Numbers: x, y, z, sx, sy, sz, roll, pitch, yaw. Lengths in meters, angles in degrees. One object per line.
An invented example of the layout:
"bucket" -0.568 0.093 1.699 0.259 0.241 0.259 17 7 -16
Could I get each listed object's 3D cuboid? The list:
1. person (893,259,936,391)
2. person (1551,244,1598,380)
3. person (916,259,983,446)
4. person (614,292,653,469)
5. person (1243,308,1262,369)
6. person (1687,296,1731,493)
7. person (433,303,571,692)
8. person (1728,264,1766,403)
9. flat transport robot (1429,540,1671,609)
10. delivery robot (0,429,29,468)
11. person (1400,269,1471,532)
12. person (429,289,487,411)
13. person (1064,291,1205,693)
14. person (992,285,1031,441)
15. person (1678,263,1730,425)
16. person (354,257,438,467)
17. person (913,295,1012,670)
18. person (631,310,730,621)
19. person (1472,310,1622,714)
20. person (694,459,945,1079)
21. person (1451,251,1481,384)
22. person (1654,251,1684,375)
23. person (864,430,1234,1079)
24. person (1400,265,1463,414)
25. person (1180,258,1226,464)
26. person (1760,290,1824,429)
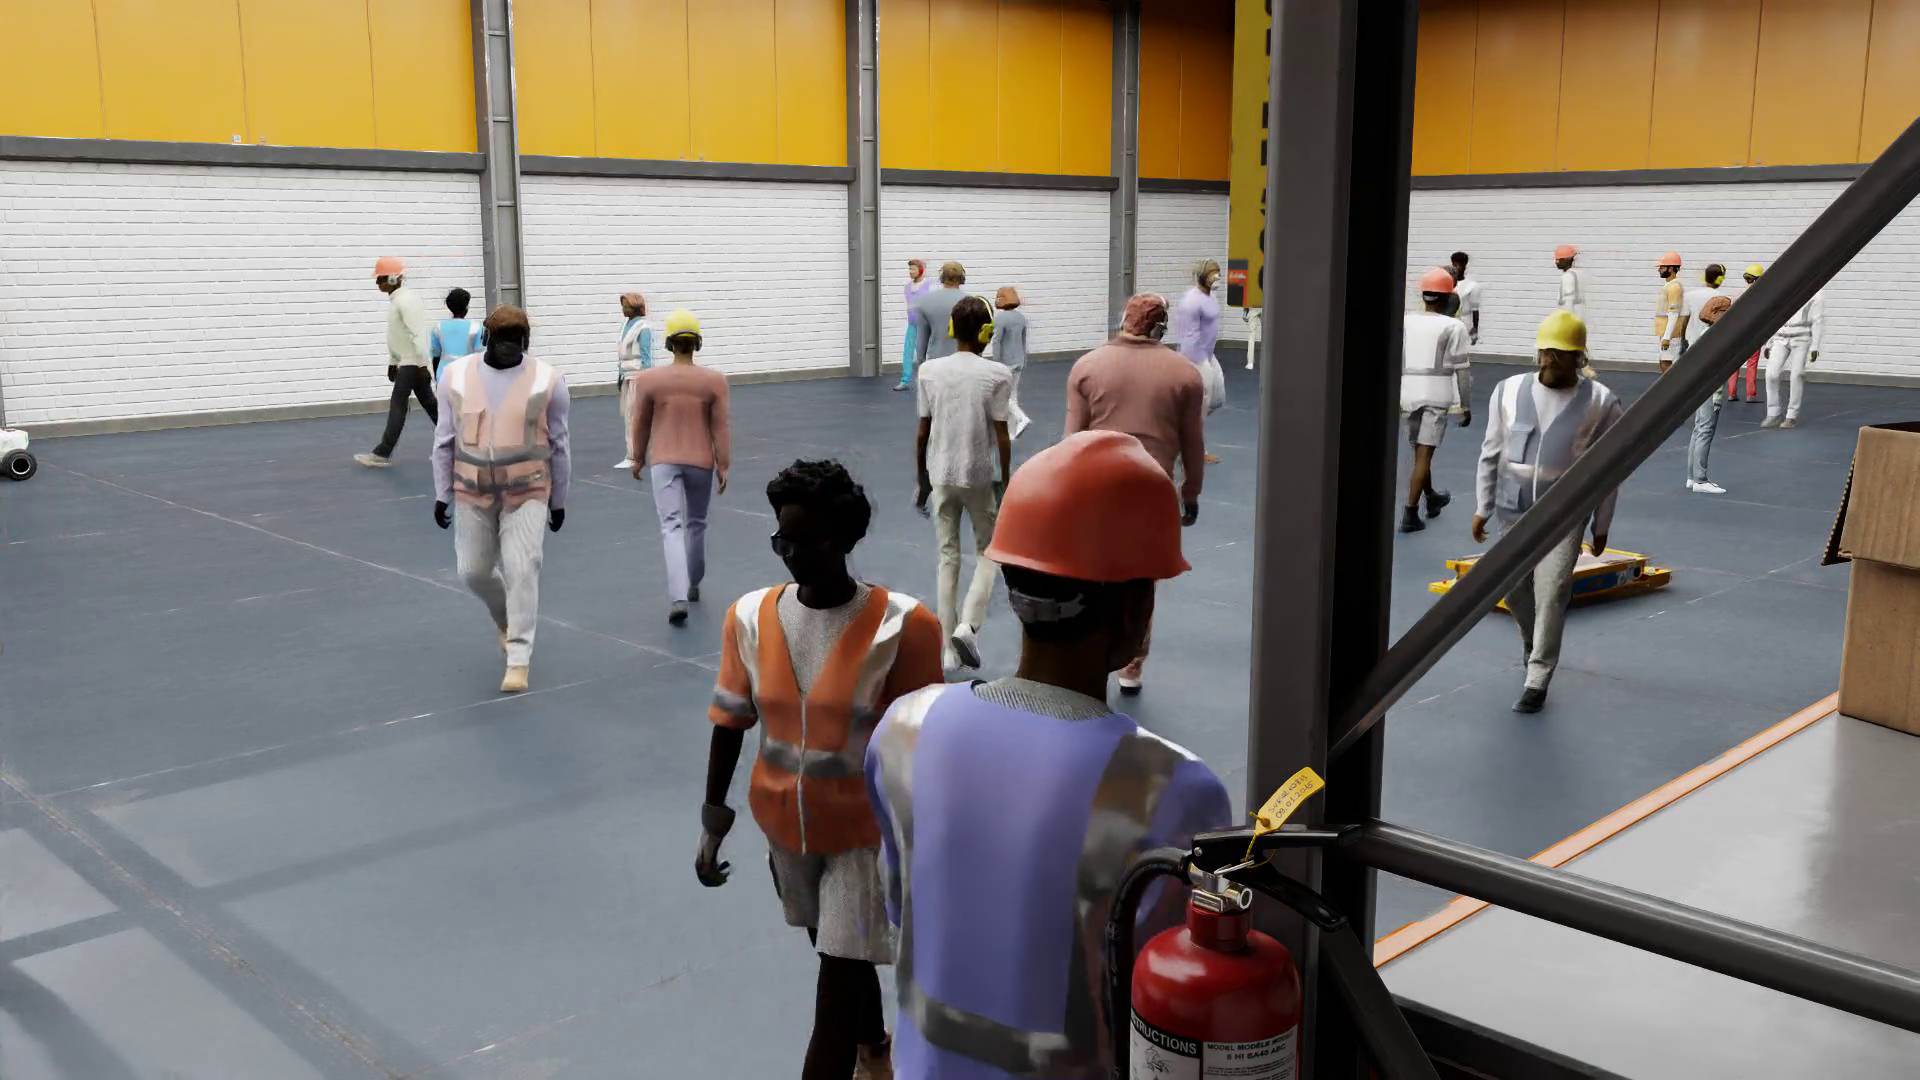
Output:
"person" -0.518 -2.978 23.020 0.577 1.808 0.933 9 14 40
"person" 8.349 -3.021 22.684 0.643 2.017 0.660 5 12 27
"person" -0.101 -1.612 15.278 0.639 1.916 0.785 2 11 10
"person" -2.955 -1.477 15.340 0.567 1.620 0.532 -6 12 -31
"person" 4.780 -3.658 26.585 0.514 1.866 0.318 0 10 1
"person" 6.271 -1.214 13.878 0.285 1.633 0.500 2 11 13
"person" -2.172 -0.227 7.970 0.637 1.822 0.707 0 10 -2
"person" 10.078 -2.631 21.245 0.309 1.769 0.525 -7 12 -32
"flat transport robot" 3.522 0.198 9.894 1.431 0.197 0.652 -7 13 -34
"delivery robot" -8.497 -0.819 14.411 0.477 0.478 0.707 10 14 43
"person" 3.474 -1.035 12.210 0.568 1.880 0.996 9 14 41
"person" -4.504 -1.444 15.062 0.549 1.642 0.858 0 10 1
"person" 0.817 -0.227 7.862 0.663 1.866 0.655 2 11 9
"person" 0.529 -1.807 17.136 0.421 1.615 0.523 8 13 37
"person" 8.312 -2.189 18.691 0.534 1.836 0.841 9 14 42
"person" -5.147 -1.654 15.473 0.986 1.935 0.673 -5 11 -24
"person" -0.006 -0.258 8.106 0.542 1.850 0.446 3 11 15
"person" -1.561 -0.430 9.368 0.537 1.720 0.924 -3 11 -15
"person" 2.702 -0.156 7.636 0.603 1.811 0.757 7 12 32
"person" -0.325 0.648 3.656 0.552 1.643 0.877 5 11 24
"person" 6.434 -2.757 21.473 0.881 1.942 0.606 -8 13 -37
"person" 8.472 -2.484 19.971 0.360 1.938 0.546 3 11 17
"person" 0.110 0.799 2.228 0.555 1.888 0.974 7 12 32
"person" 5.655 -2.374 19.834 0.934 1.794 0.645 -3 11 -18
"person" 2.241 -1.655 15.498 0.469 1.919 0.642 5 11 24
"person" 9.129 -2.141 18.287 0.602 1.863 0.625 10 15 44
